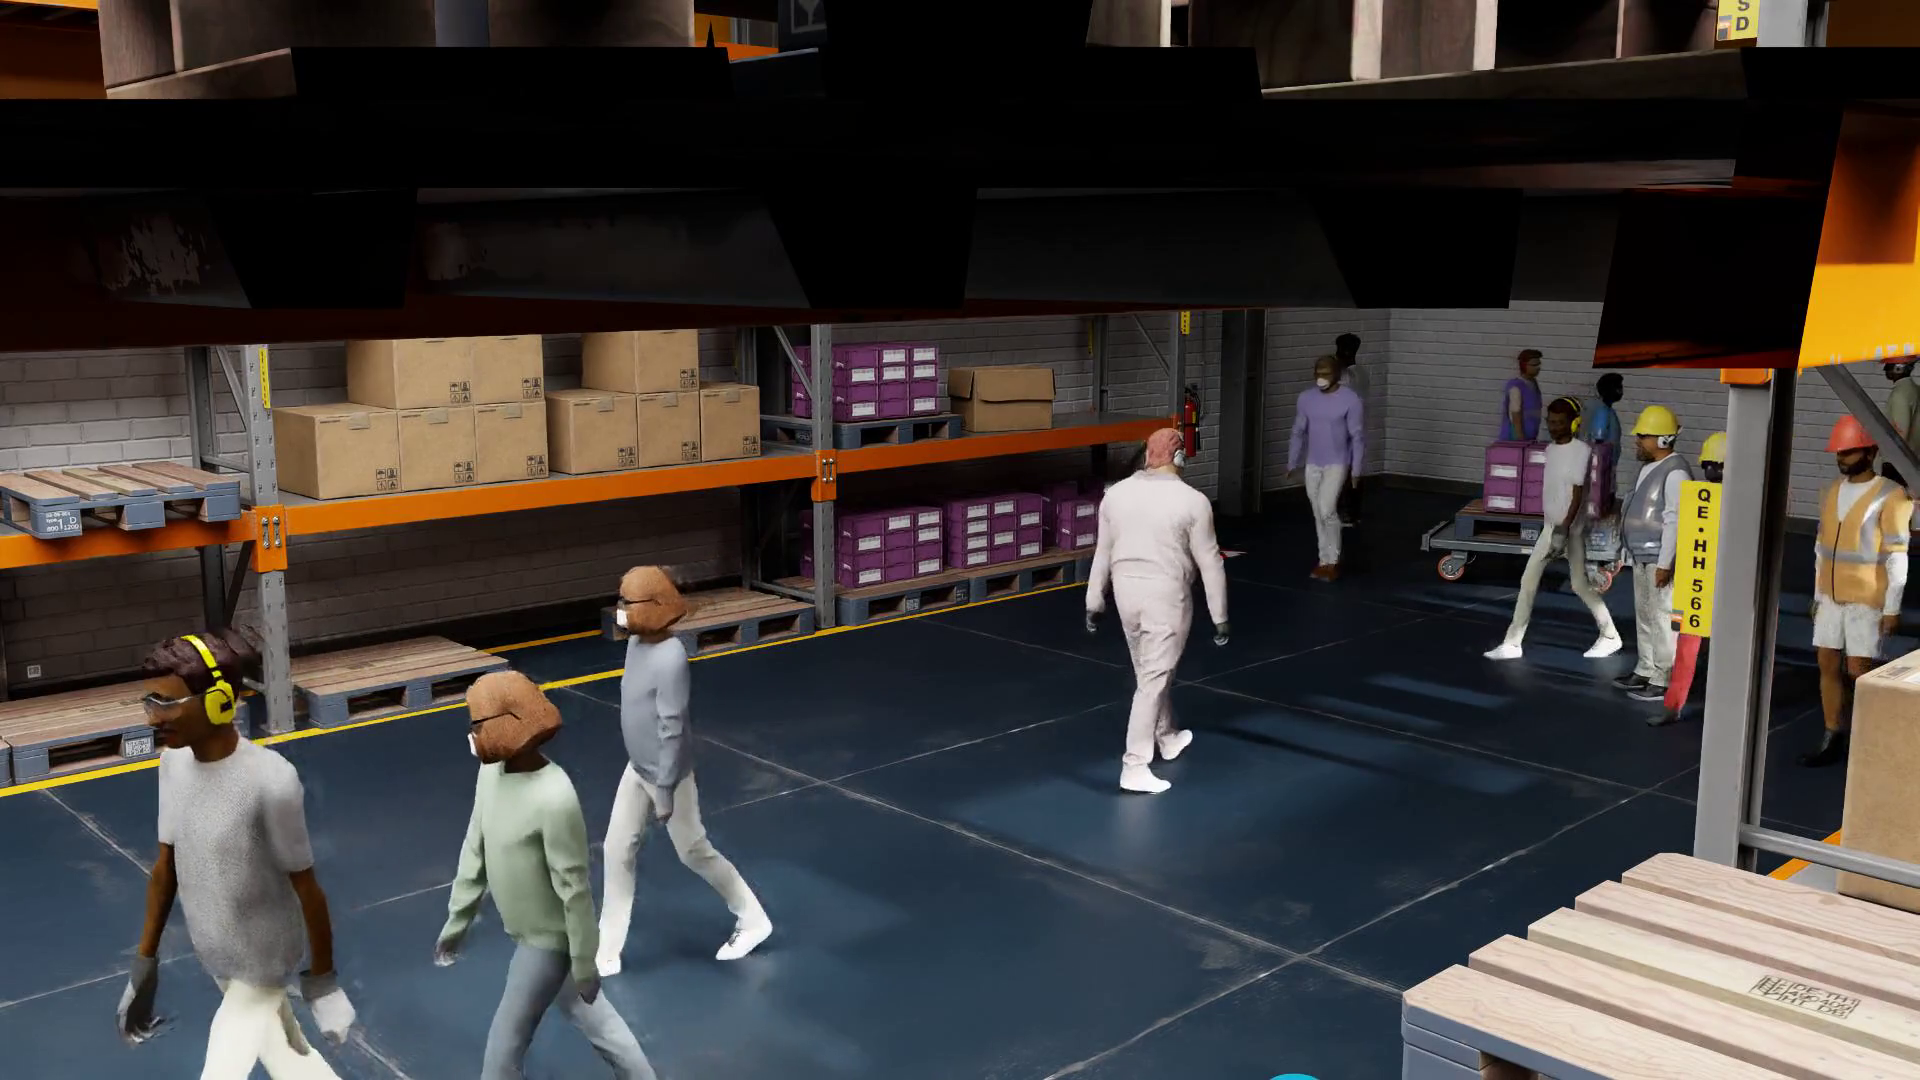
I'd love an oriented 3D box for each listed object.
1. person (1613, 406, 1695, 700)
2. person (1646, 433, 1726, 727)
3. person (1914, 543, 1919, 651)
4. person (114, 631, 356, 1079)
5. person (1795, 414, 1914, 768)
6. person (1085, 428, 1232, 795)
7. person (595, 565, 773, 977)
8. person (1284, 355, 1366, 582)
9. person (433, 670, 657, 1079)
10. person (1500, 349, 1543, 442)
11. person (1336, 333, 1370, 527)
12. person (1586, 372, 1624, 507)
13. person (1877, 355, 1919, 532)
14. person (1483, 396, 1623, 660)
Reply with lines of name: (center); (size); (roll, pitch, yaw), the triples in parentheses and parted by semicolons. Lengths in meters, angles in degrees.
person: (4.301, 0.080, 10.324); (0.405, 1.824, 0.585); (0, 10, 1)
person: (4.470, 0.229, 9.746); (0.901, 1.723, 0.537); (-6, 11, -31)
person: (6.370, -0.059, 10.482); (0.791, 2.000, 0.705); (-8, 13, -40)
person: (-1.864, 1.118, 4.292); (0.487, 1.806, 1.027); (8, 12, 39)
person: (4.838, 0.274, 8.904); (0.629, 1.917, 0.542); (-3, 10, -18)
person: (1.069, 0.345, 8.680); (0.746, 1.845, 0.982); (8, 13, 41)
person: (-1.105, 0.875, 6.318); (0.832, 1.597, 0.510); (-6, 11, -30)
person: (3.064, -0.603, 14.027); (0.542, 1.915, 0.624); (-8, 13, -41)
person: (-1.230, 1.146, 4.799); (0.925, 1.570, 0.501); (-7, 12, -35)
person: (5.606, -0.976, 16.455); (0.485, 1.828, 0.600); (8, 13, 39)
person: (3.937, -1.117, 16.893); (0.362, 1.963, 0.614); (6, 12, 32)
person: (5.868, -0.700, 15.264); (0.416, 1.685, 0.550); (5, 11, 27)
person: (8.122, -0.714, 14.462); (0.401, 1.989, 0.623); (7, 12, 37)
person: (4.103, -0.072, 11.256); (0.957, 1.819, 0.485); (-3, 10, -19)
